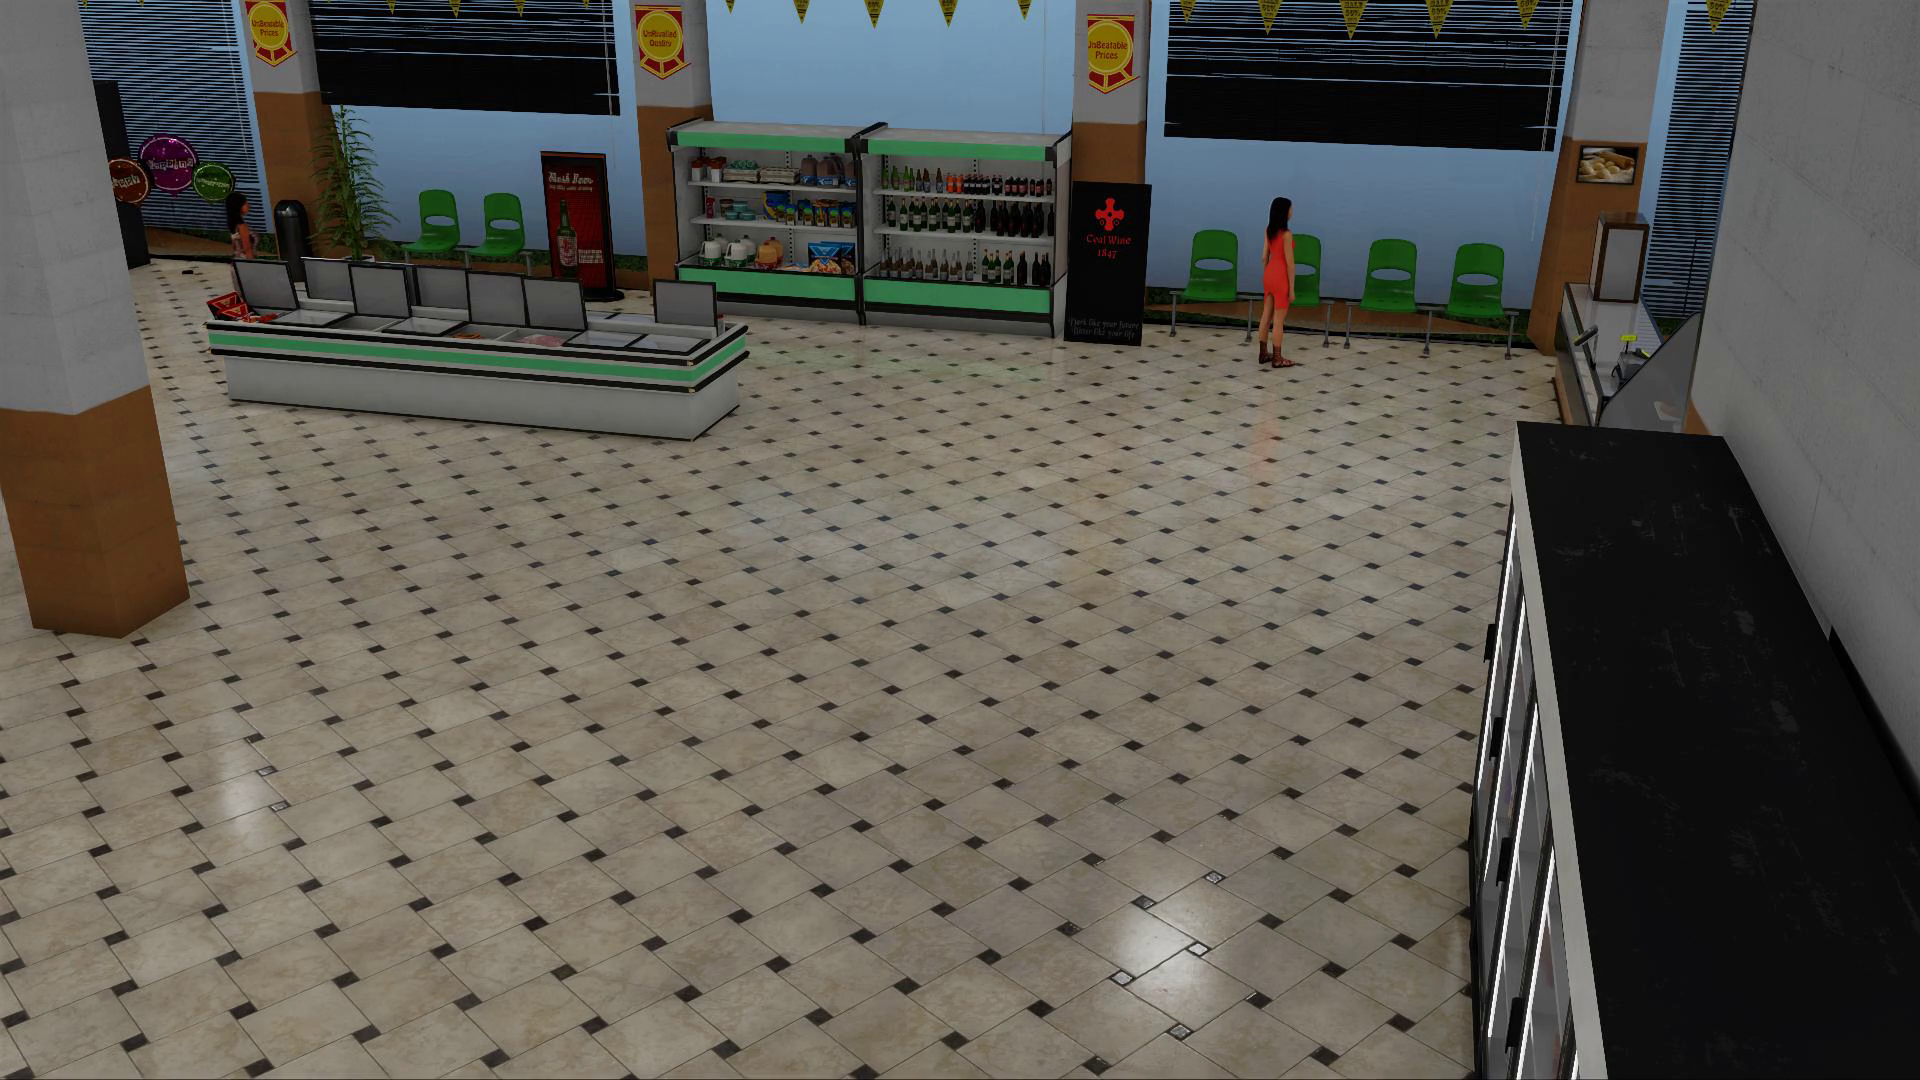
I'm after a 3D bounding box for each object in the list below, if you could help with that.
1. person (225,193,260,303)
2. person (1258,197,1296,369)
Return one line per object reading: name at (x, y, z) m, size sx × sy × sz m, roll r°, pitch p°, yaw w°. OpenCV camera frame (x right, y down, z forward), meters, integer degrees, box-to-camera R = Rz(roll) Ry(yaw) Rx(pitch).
person at (-7.507, -2.826, 17.487) m, size 0.784 × 1.645 × 0.689 m, roll -16°, pitch 27°, yaw -35°
person at (3.216, -2.611, 16.852) m, size 0.720 × 1.719 × 0.663 m, roll -12°, pitch 25°, yaw -27°
